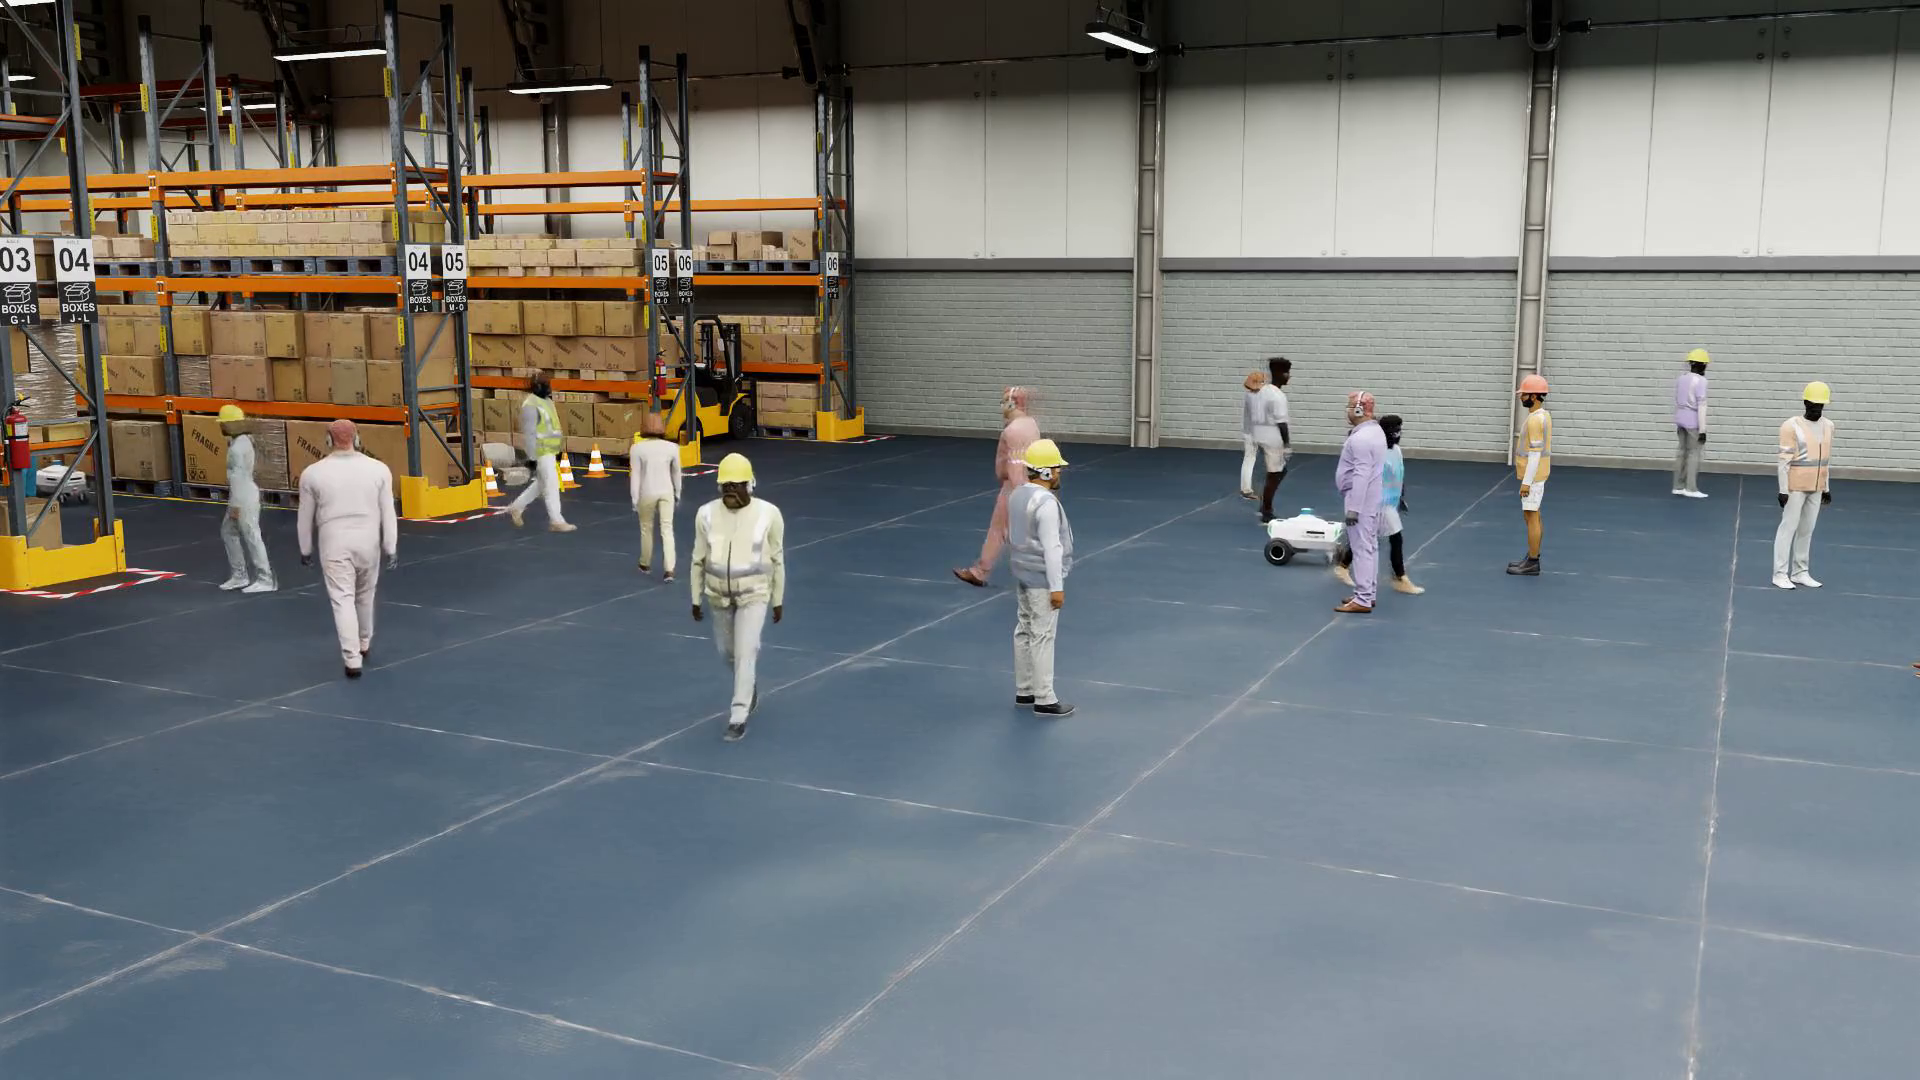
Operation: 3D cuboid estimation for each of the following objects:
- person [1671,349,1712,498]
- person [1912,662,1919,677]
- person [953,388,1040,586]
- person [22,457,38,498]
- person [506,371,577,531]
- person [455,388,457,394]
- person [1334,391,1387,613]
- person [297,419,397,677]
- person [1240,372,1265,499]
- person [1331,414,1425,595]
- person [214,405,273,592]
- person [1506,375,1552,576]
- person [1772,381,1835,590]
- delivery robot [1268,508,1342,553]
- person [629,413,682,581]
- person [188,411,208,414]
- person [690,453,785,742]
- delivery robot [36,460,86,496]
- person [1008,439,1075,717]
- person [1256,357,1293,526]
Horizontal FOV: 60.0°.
[{"bbox_3d":[9.488,-1.513,21.539,0.386,1.923,0.595,-1,9,-9],"label":"person"},{"bbox_3d":[7.113,0.187,12.012,0.284,1.633,0.498,5,11,28],"label":"person"},{"bbox_3d":[0.447,-0.471,15.361,0.975,1.857,0.675,4,10,21],"label":"person"},{"bbox_3d":[-11.120,-1.181,19.747,0.376,1.843,0.573,0,9,-1],"label":"person"},{"bbox_3d":[-4.749,-0.995,18.708,0.773,1.821,0.627,0,9,1],"label":"person"},{"bbox_3d":[-8.833,-2.666,28.256,0.536,2.000,0.688,9,13,43],"label":"person"},{"bbox_3d":[3.429,-0.325,14.316,0.399,1.908,0.643,4,10,25],"label":"person"},{"bbox_3d":[-4.511,0.038,12.247,0.666,1.853,0.991,-5,10,-27],"label":"person"},{"bbox_3d":[3.767,-1.342,21.389,0.265,1.631,0.507,1,9,4],"label":"person"},{"bbox_3d":[3.807,-0.339,15.178,0.864,1.653,0.527,5,10,27],"label":"person"},{"bbox_3d":[-6.588,-0.367,15.118,0.609,1.720,0.507,-3,10,-19],"label":"person"},{"bbox_3d":[5.503,-0.624,16.053,0.354,1.939,0.545,4,10,24],"label":"person"},{"bbox_3d":[7.813,-0.503,15.351,0.593,1.922,0.378,-3,10,-20],"label":"person"},{"bbox_3d":[3.454,-0.075,16.632,0.707,0.478,0.477,3,10,20],"label":"delivery robot"},{"bbox_3d":[-2.894,-0.418,15.864,0.521,1.582,0.875,-4,10,-24],"label":"person"},{"bbox_3d":[-11.791,-2.281,25.889,0.386,2.045,0.605,6,11,34],"label":"person"},{"bbox_3d":[-1.416,0.322,10.686,0.600,1.801,0.844,2,9,11],"label":"person"},{"bbox_3d":[-11.294,-0.757,20.810,0.707,0.478,0.477,5,10,27],"label":"delivery robot"},{"bbox_3d":[0.544,0.248,11.023,0.404,1.835,0.586,-4,10,-21],"label":"person"},{"bbox_3d":[3.639,-1.120,19.047,0.476,1.950,0.650,-1,9,-7],"label":"person"}]
